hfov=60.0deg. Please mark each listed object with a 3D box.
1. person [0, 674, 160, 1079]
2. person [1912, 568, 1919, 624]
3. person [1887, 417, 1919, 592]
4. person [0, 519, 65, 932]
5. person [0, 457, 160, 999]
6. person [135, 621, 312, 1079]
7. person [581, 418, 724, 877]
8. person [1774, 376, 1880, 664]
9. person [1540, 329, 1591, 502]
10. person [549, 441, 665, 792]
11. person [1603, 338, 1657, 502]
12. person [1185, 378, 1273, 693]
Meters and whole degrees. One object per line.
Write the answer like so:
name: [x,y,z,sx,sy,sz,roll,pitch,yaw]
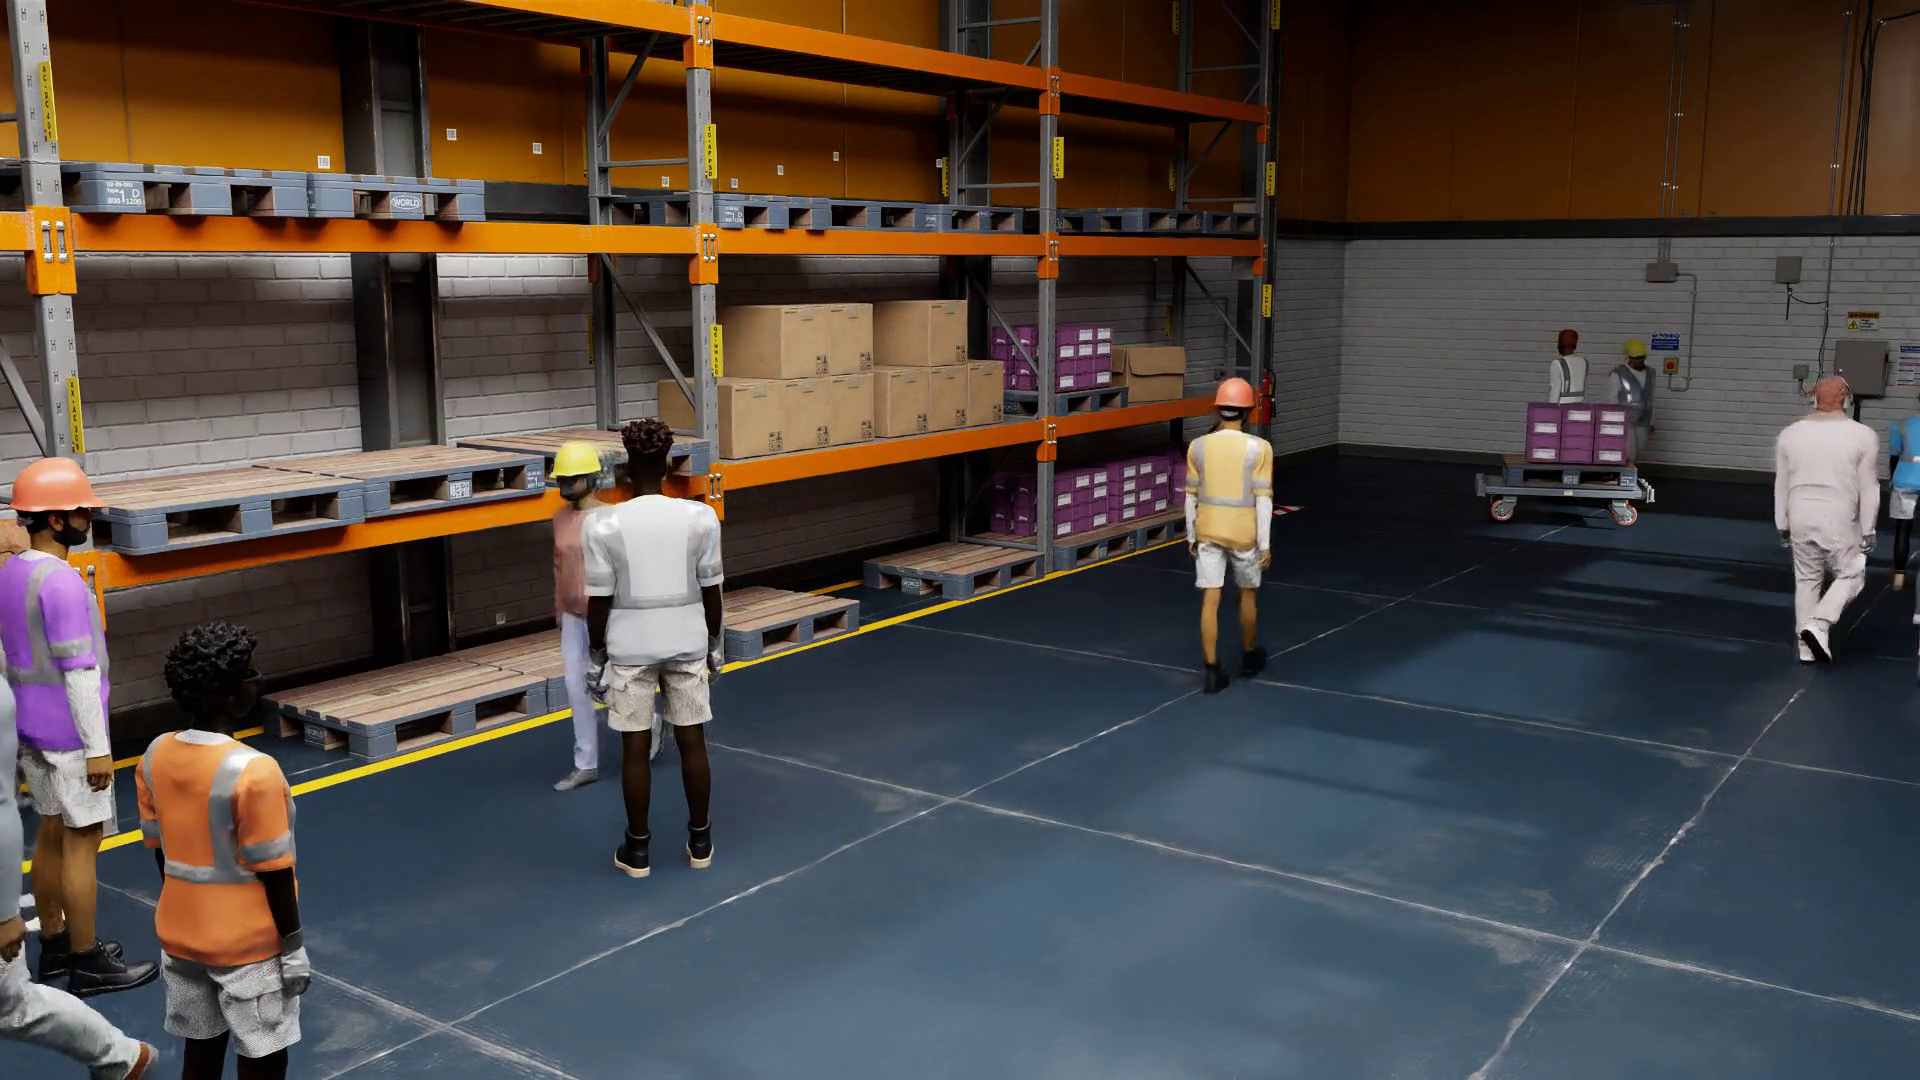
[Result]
person: [-2.742,0.916,4.620,0.639,1.908,0.933,5,11,26]
person: [7.053,-0.167,11.844,0.268,1.631,0.507,0,10,-1]
person: [7.736,-0.433,13.357,0.541,1.649,0.839,7,12,37]
person: [-3.683,0.720,6.597,0.285,1.626,0.495,-6,11,-34]
person: [-3.186,0.668,5.966,0.552,1.937,0.356,8,12,40]
person: [-1.921,1.052,4.400,0.533,1.697,0.318,5,11,29]
person: [-1.302,0.461,7.113,0.600,1.967,0.368,-4,10,-20]
person: [5.542,-0.105,10.703,0.532,1.889,0.657,-7,12,-38]
person: [6.609,-1.351,18.156,0.574,1.881,0.357,-6,11,-30]
person: [-1.791,0.367,8.300,0.535,1.752,0.521,7,12,35]
person: [7.360,-1.335,18.359,0.600,1.796,0.655,-3,10,-18]
person: [1.698,-0.050,10.325,0.570,1.905,0.875,4,10,23]
